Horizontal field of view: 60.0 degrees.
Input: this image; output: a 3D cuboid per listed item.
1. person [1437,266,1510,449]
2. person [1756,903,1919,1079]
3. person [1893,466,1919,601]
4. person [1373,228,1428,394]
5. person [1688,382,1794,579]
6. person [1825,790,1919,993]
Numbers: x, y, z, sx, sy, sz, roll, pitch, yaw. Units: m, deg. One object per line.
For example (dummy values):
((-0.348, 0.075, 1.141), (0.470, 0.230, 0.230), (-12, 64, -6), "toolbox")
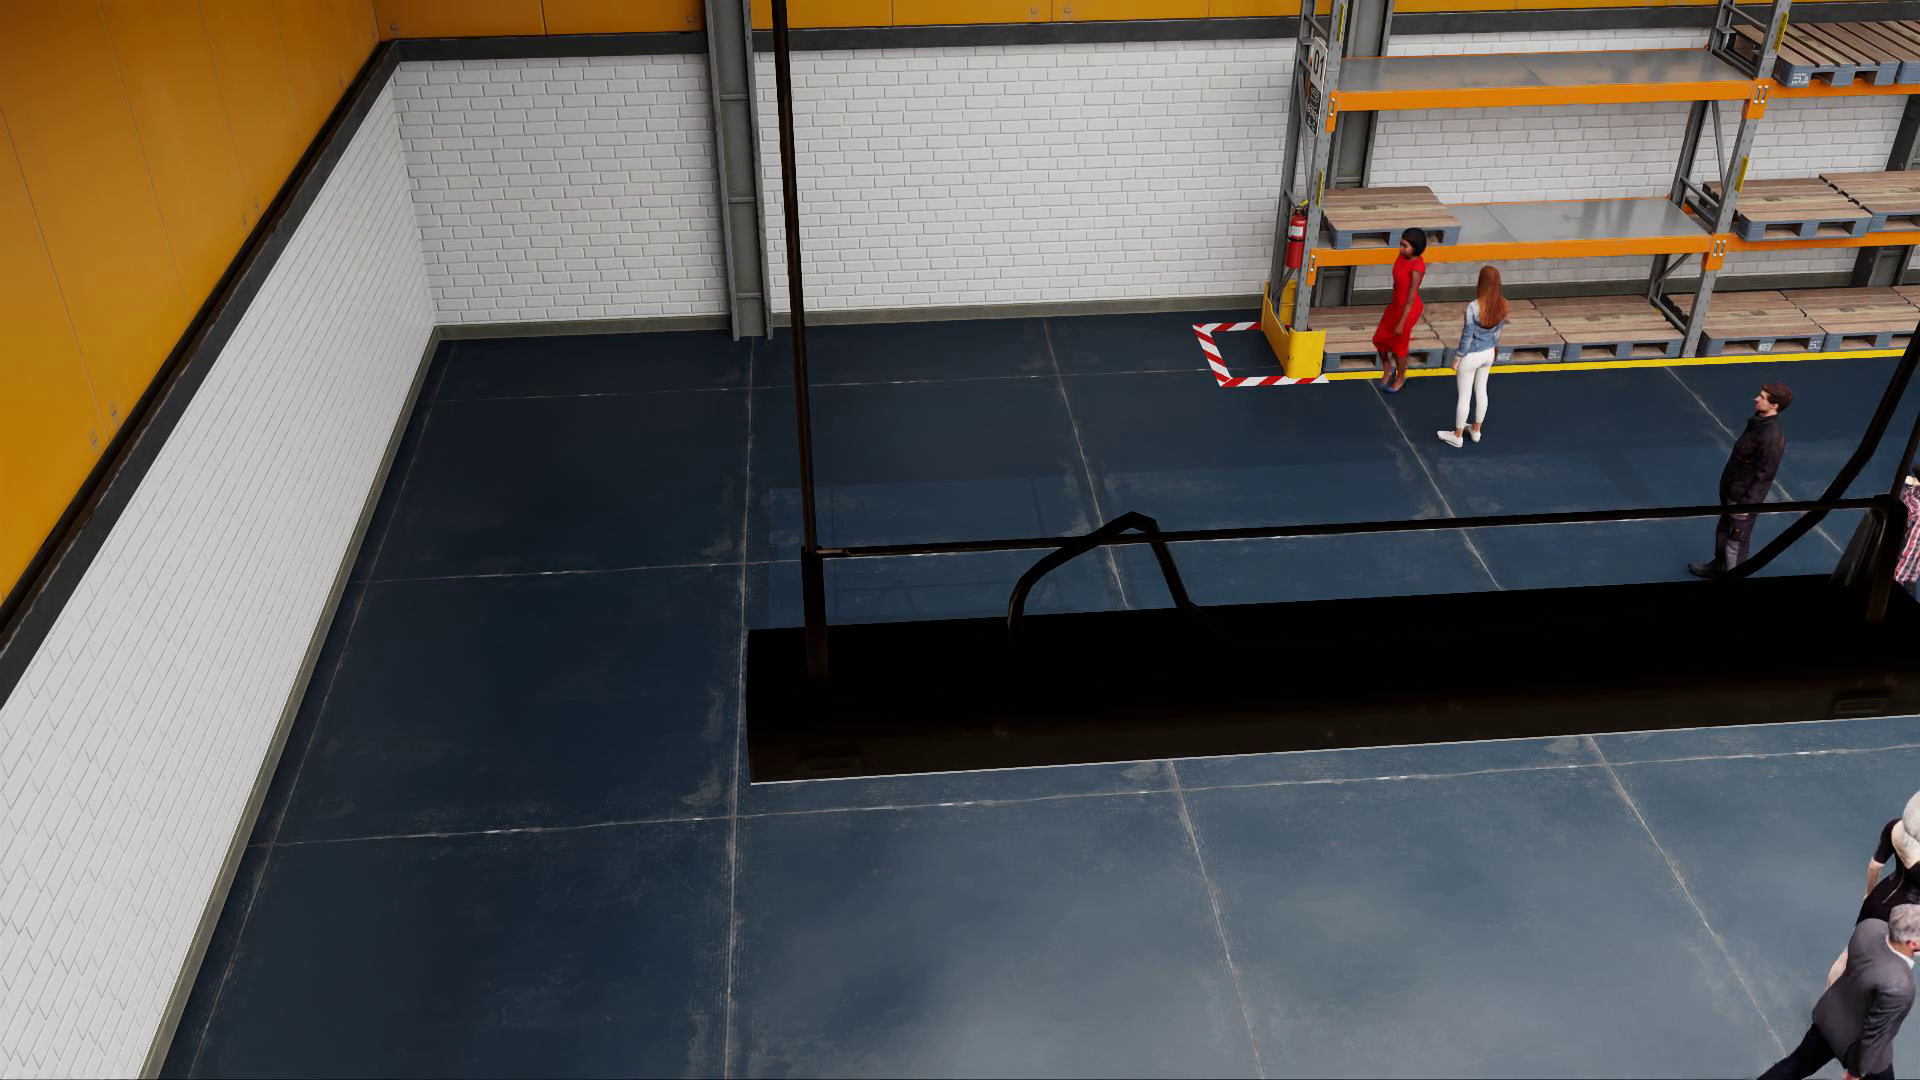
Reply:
((4.584, -1.622, 14.738), (0.586, 1.701, 0.745), (-16, 37, -22), "person")
((4.463, 2.500, 8.457), (1.242, 1.789, 0.861), (3, 34, 4), "person")
((6.685, 0.189, 11.996), (1.187, 1.722, 0.944), (8, 34, 12), "person")
((4.198, -2.098, 15.434), (0.668, 1.724, 0.649), (-6, 34, -9), "person")
((6.032, -0.390, 12.761), (0.675, 1.839, 0.772), (6, 34, 8), "person")
((5.076, 2.064, 9.077), (0.542, 1.829, 0.612), (-8, 34, -11), "person")
